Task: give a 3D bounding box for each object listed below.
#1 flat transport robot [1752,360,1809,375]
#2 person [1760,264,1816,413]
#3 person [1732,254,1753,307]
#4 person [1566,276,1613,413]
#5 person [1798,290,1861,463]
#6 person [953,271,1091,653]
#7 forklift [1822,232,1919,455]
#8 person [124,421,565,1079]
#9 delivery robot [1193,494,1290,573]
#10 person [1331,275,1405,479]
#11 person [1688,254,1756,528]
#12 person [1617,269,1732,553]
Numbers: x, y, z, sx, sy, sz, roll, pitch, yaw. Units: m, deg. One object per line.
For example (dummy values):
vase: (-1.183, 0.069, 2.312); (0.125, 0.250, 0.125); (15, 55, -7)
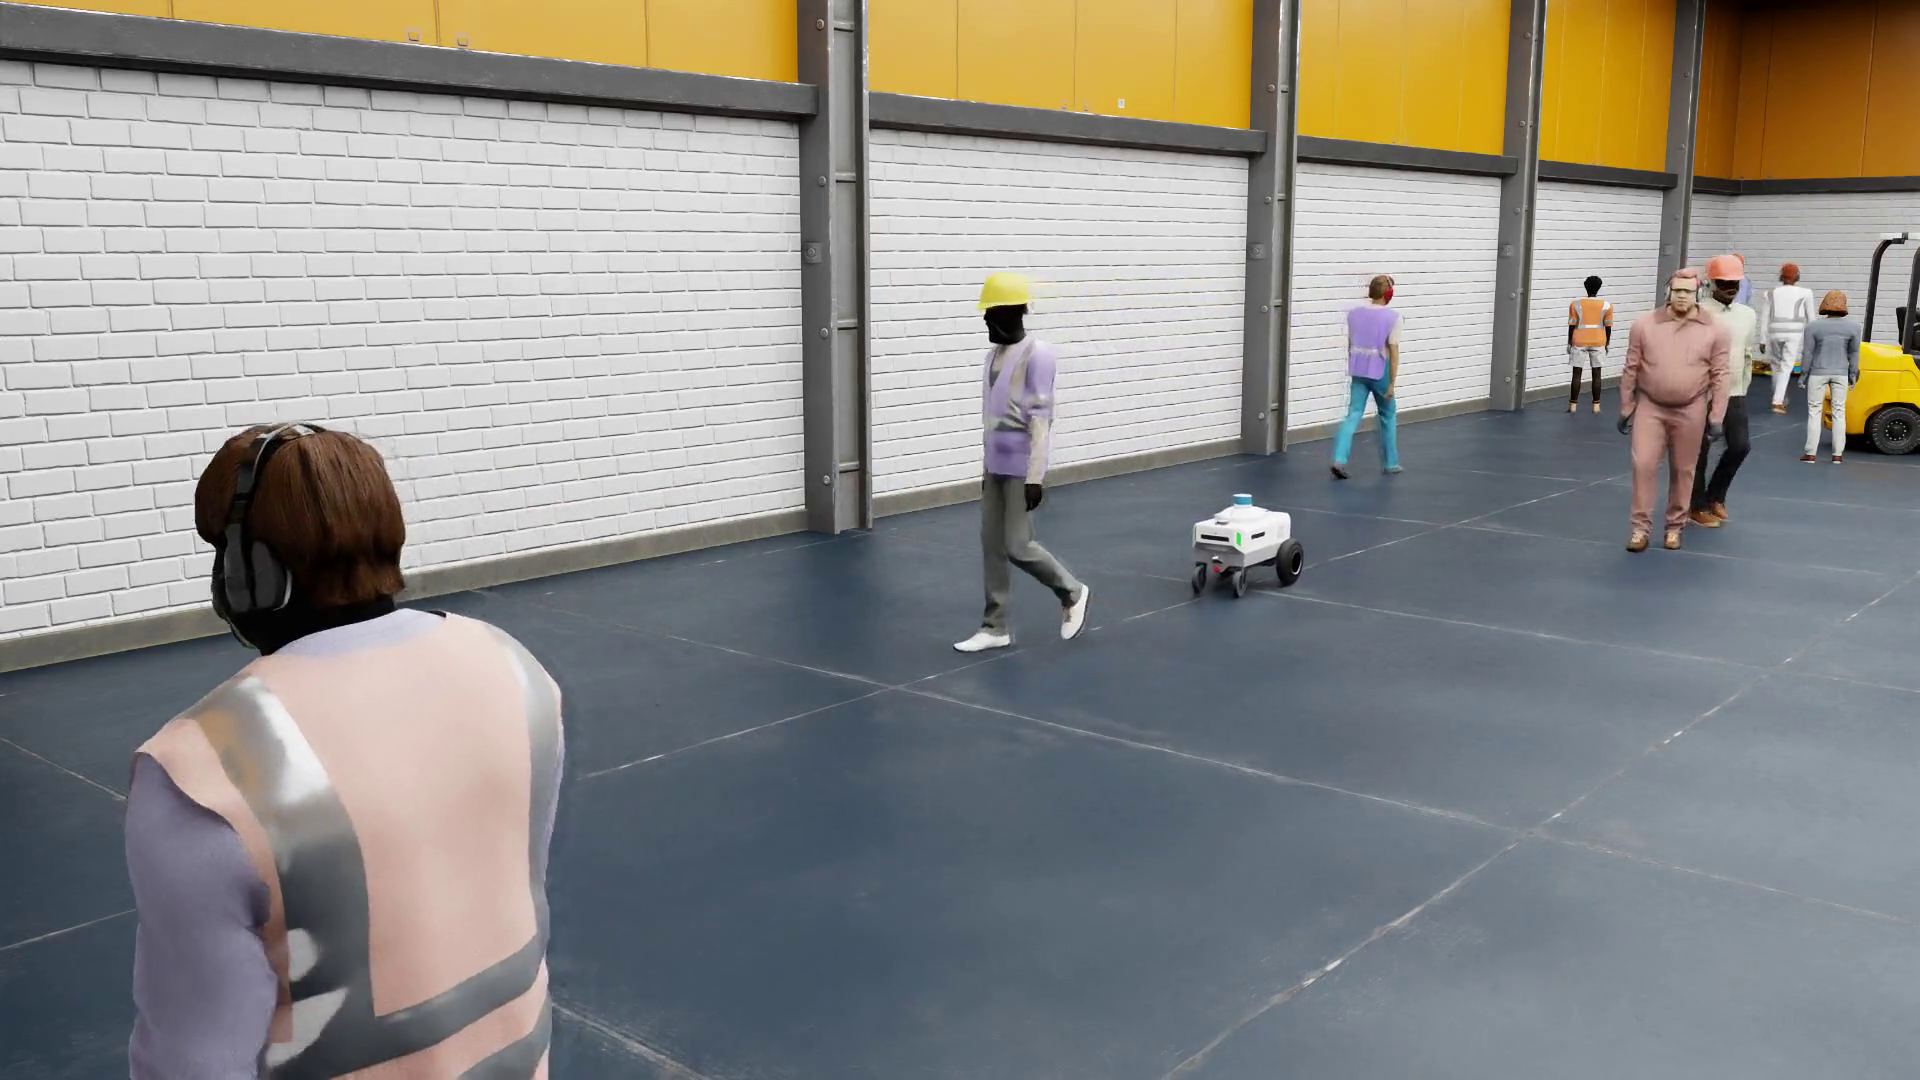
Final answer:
flat transport robot: (13.319, -2.758, 26.545); (1.431, 0.197, 0.652); (-2, 10, -9)
person: (10.246, -2.493, 20.619); (0.593, 1.833, 1.005); (9, 14, 42)
person: (11.580, -3.316, 24.975); (0.544, 1.939, 0.372); (-2, 10, -10)
person: (7.733, -2.397, 20.453); (0.534, 1.691, 0.318); (2, 10, 12)
person: (8.191, -1.534, 15.695); (0.509, 1.632, 0.268); (2, 10, 13)
person: (0.302, -0.380, 8.321); (0.636, 1.911, 0.606); (-5, 11, -27)
forklift: (9.955, -1.972, 16.595); (2.313, 2.155, 1.214); (1, 10, 8)
person: (-0.727, 0.764, 2.085); (0.474, 1.827, 0.634); (5, 11, 29)
delivery robot: (1.686, -0.031, 9.943); (0.477, 0.478, 0.707); (7, 12, 36)
person: (3.621, -1.440, 14.698); (0.574, 1.804, 0.963); (9, 13, 42)
person: (5.457, -1.060, 12.010); (0.632, 1.973, 0.451); (-1, 10, -6)
person: (4.715, -0.839, 11.030); (0.686, 1.879, 0.794); (5, 11, 26)
